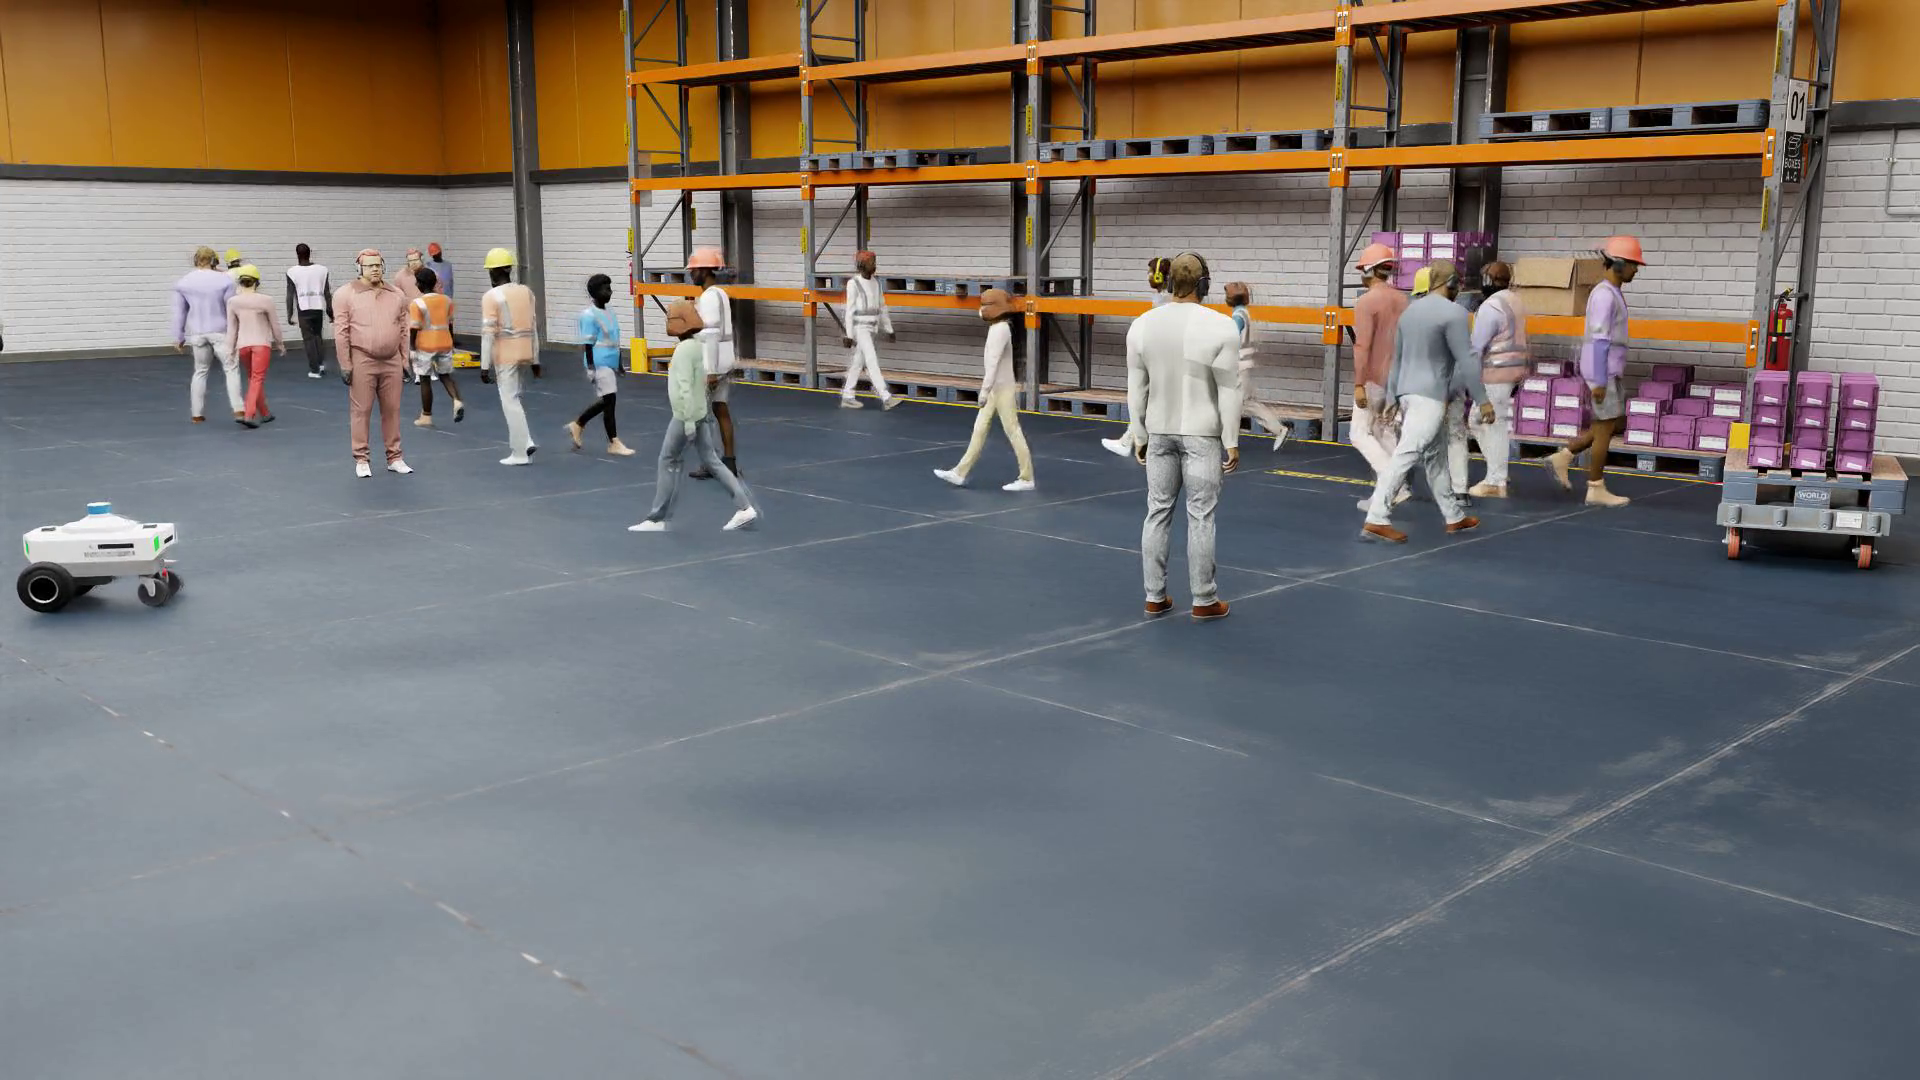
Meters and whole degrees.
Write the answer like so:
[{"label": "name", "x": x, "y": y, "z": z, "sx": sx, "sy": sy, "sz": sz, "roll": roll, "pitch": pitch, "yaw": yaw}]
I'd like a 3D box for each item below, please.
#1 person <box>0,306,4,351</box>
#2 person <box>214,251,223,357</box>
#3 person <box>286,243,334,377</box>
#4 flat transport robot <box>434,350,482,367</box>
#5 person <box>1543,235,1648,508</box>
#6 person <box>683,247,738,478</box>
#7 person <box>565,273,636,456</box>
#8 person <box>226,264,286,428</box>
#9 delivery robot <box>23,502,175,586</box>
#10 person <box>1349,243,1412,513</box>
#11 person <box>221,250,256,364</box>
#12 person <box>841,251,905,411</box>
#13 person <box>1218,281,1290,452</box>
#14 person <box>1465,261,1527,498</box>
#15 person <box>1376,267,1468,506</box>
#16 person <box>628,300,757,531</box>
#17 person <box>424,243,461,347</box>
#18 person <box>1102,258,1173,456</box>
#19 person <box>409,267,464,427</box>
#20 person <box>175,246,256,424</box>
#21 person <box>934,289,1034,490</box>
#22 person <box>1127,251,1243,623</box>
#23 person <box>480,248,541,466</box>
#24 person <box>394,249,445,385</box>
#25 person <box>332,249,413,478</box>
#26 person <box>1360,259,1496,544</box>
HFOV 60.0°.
[{"label": "person", "x": -10.559, "y": -2.211, "z": 17.763, "sx": 0.626, "sy": 1.977, "sz": 0.565, "roll": -6, "pitch": 12, "yaw": -31}, {"label": "person", "x": -12.391, "y": -3.924, "z": 27.694, "sx": 0.532, "sy": 1.767, "sz": 0.325, "roll": -5, "pitch": 11, "yaw": -24}, {"label": "person", "x": -9.319, "y": -3.277, "z": 23.787, "sx": 0.638, "sy": 1.898, "sz": 0.546, "roll": -9, "pitch": 14, "yaw": -40}, {"label": "flat transport robot", "x": -7.920, "y": -2.815, "z": 25.721, "sx": 0.652, "sy": 0.197, "sz": 1.431, "roll": -7, "pitch": 13, "yaw": -34}, {"label": "person", "x": 4.764, "y": -1.251, "z": 12.408, "sx": 0.579, "sy": 2.019, "sz": 0.628, "roll": 5, "pitch": 11, "yaw": 25}, {"label": "person", "x": -2.106, "y": -1.455, "z": 13.796, "sx": 0.553, "sy": 1.917, "sz": 0.581, "roll": 1, "pitch": 10, "yaw": 3}, {"label": "person", "x": -3.342, "y": -1.610, "z": 15.304, "sx": 0.706, "sy": 1.677, "sz": 0.534, "roll": 2, "pitch": 11, "yaw": 12}, {"label": "person", "x": -7.501, "y": -2.059, "z": 17.658, "sx": 0.525, "sy": 1.723, "sz": 0.914, "roll": 1, "pitch": 10, "yaw": 6}, {"label": "delivery robot", "x": -4.717, "y": 0.037, "z": 9.139, "sx": 0.707, "sy": 0.478, "sz": 0.477, "roll": -2, "pitch": 11, "yaw": -11}, {"label": "person", "x": 3.071, "y": -1.153, "z": 12.044, "sx": 0.641, "sy": 1.967, "sz": 0.643, "roll": -9, "pitch": 13, "yaw": -39}, {"label": "person", "x": -11.497, "y": -3.684, "z": 26.314, "sx": 0.940, "sy": 1.780, "sz": 0.611, "roll": 6, "pitch": 12, "yaw": 30}, {"label": "person", "x": -1.029, "y": -2.427, "z": 19.328, "sx": 0.978, "sy": 1.831, "sz": 0.598, "roll": 6, "pitch": 12, "yaw": 31}, {"label": "person", "x": 2.663, "y": -1.600, "z": 15.458, "sx": 0.776, "sy": 1.604, "sz": 0.509, "roll": 2, "pitch": 11, "yaw": 11}, {"label": "person", "x": 4.129, "y": -1.237, "z": 12.884, "sx": 0.452, "sy": 1.817, "sz": 0.657, "roll": 7, "pitch": 12, "yaw": 32}, {"label": "person", "x": 3.548, "y": -1.158, "z": 12.577, "sx": 0.606, "sy": 1.773, "sz": 0.837, "roll": -9, "pitch": 14, "yaw": -41}, {"label": "person", "x": -1.818, "y": -0.834, "z": 11.340, "sx": 0.867, "sy": 1.601, "sz": 0.508, "roll": 1, "pitch": 10, "yaw": 6}, {"label": "person", "x": -9.317, "y": -4.380, "z": 29.837, "sx": 0.585, "sy": 1.890, "sz": 0.502, "roll": -9, "pitch": 14, "yaw": -40}, {"label": "person", "x": 1.803, "y": -1.632, "z": 15.063, "sx": 0.983, "sy": 1.817, "sz": 0.518, "roll": 7, "pitch": 13, "yaw": 35}, {"label": "person", "x": -5.553, "y": -2.030, "z": 17.551, "sx": 0.508, "sy": 1.688, "sz": 0.571, "roll": 8, "pitch": 13, "yaw": 36}, {"label": "person", "x": -7.992, "y": -2.170, "z": 17.798, "sx": 0.818, "sy": 1.899, "sz": 0.557, "roll": 0, "pitch": 10, "yaw": 2}, {"label": "person", "x": 0.213, "y": -1.178, "z": 13.163, "sx": 0.830, "sy": 1.586, "sz": 0.525, "roll": 0, "pitch": 10, "yaw": 0}, {"label": "person", "x": 1.177, "y": -0.532, "z": 8.723, "sx": 0.631, "sy": 1.940, "sz": 0.372, "roll": 6, "pitch": 12, "yaw": 28}, {"label": "person", "x": -3.967, "y": -1.599, "z": 14.613, "sx": 0.446, "sy": 1.907, "sz": 0.618, "roll": 5, "pitch": 12, "yaw": 25}, {"label": "person", "x": -7.406, "y": -3.070, "z": 22.873, "sx": 0.714, "sy": 1.839, "sz": 1.042, "roll": -4, "pitch": 11, "yaw": -21}, {"label": "person", "x": -4.924, "y": -1.490, "z": 14.034, "sx": 0.643, "sy": 1.909, "sz": 0.410, "roll": -10, "pitch": 14, "yaw": -42}, {"label": "person", "x": 3.096, "y": -0.909, "z": 11.011, "sx": 1.006, "sy": 1.871, "sz": 0.773, "roll": -3, "pitch": 11, "yaw": -14}]
